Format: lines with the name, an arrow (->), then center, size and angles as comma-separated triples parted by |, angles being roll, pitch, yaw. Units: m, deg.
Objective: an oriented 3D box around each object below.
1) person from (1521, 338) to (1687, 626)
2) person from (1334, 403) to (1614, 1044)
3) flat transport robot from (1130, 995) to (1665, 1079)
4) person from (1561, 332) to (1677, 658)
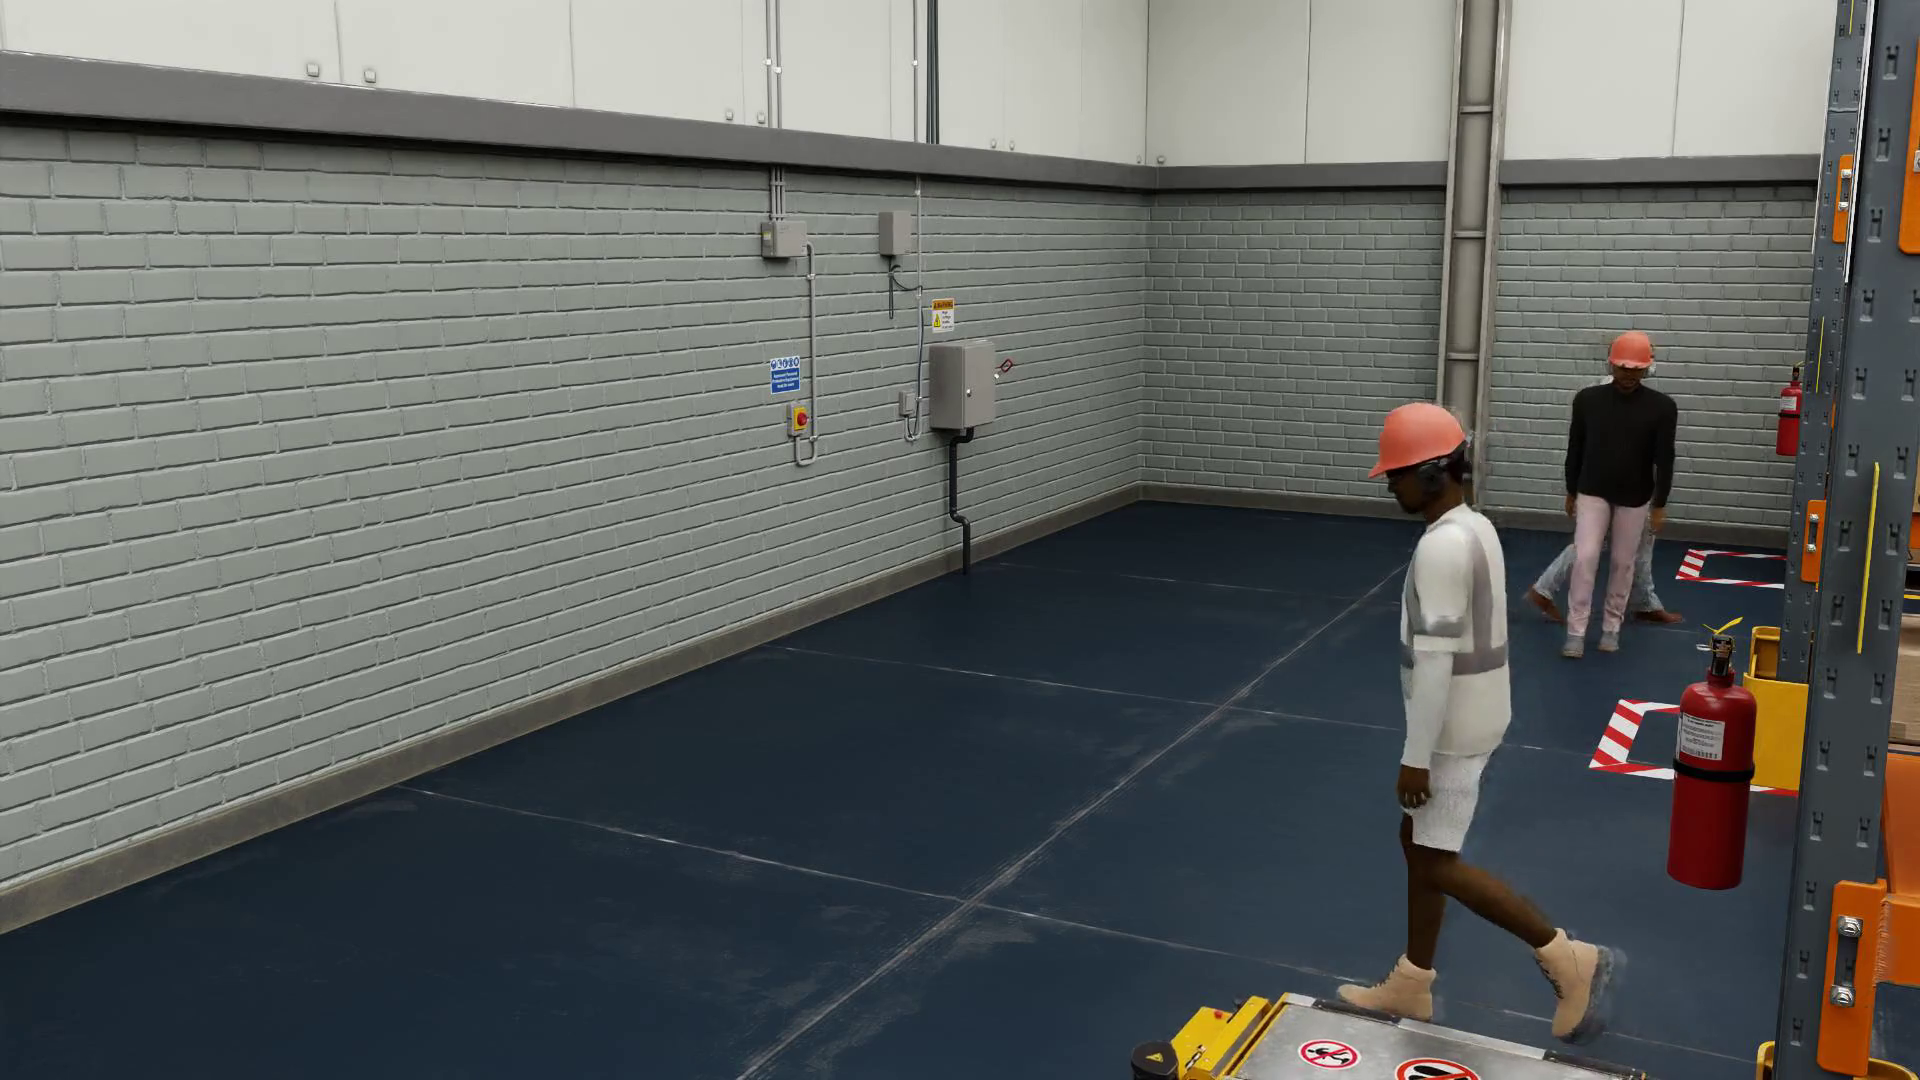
person -> 4.175, -0.377, 10.711 | 0.990, 1.905, 0.626 | 3, 11, 17
person -> 1.605, 0.590, 5.124 | 0.775, 2.004, 0.676 | 5, 11, 24
flat transport robot -> 1.227, 1.557, 4.585 | 1.431, 0.197, 0.652 | 6, 12, 28
person -> 3.888, -0.255, 9.875 | 0.616, 1.950, 0.746 | 5, 12, 26
